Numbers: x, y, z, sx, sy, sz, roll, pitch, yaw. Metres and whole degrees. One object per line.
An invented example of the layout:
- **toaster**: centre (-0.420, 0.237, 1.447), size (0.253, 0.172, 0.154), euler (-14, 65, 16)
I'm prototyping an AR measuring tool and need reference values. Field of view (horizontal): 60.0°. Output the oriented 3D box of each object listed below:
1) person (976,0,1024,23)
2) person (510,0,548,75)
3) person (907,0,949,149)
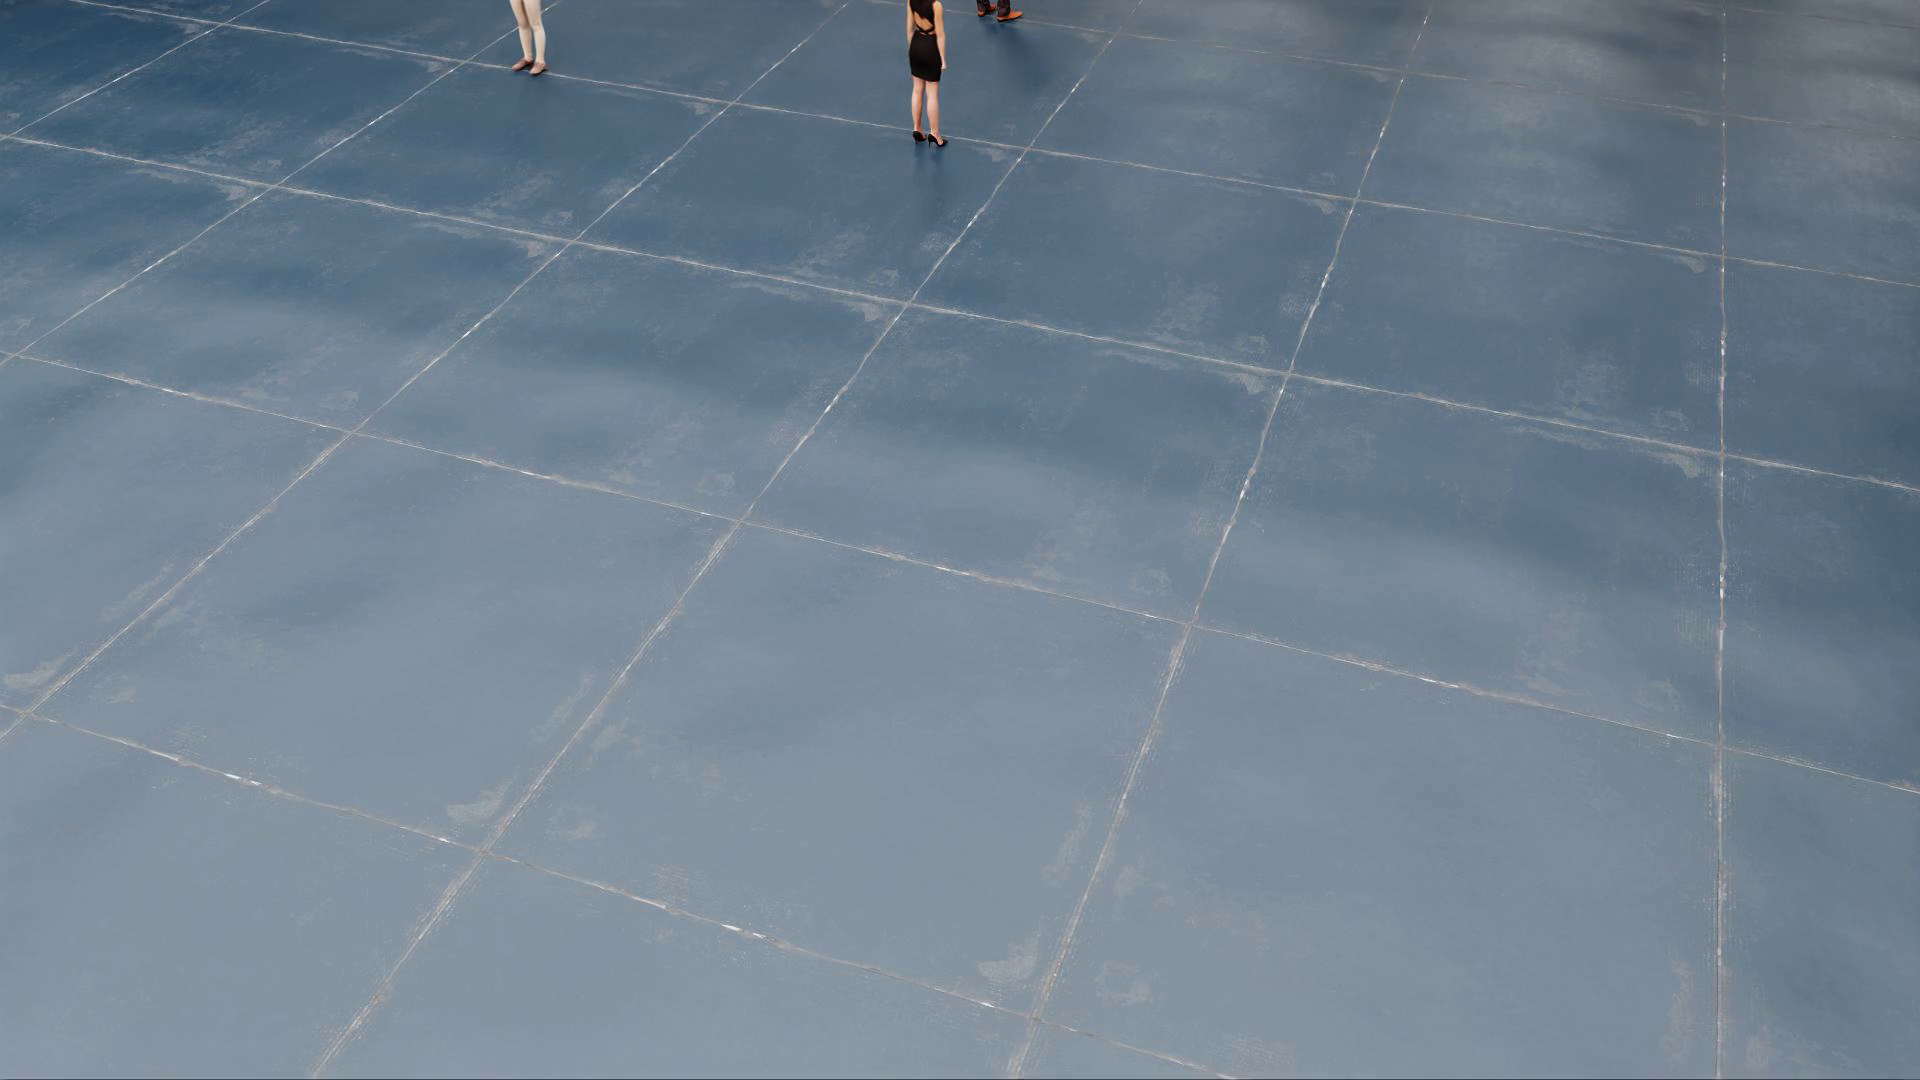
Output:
- **person**: centre (0.376, -6.350, 17.309), size (0.770, 1.808, 0.732), euler (29, 47, 32)
- **person**: centre (-4.260, -5.423, 16.250), size (0.633, 1.652, 0.573), euler (13, 40, 16)
- **person**: centre (-0.309, -4.310, 14.829), size (0.609, 1.650, 0.583), euler (26, 45, 29)
